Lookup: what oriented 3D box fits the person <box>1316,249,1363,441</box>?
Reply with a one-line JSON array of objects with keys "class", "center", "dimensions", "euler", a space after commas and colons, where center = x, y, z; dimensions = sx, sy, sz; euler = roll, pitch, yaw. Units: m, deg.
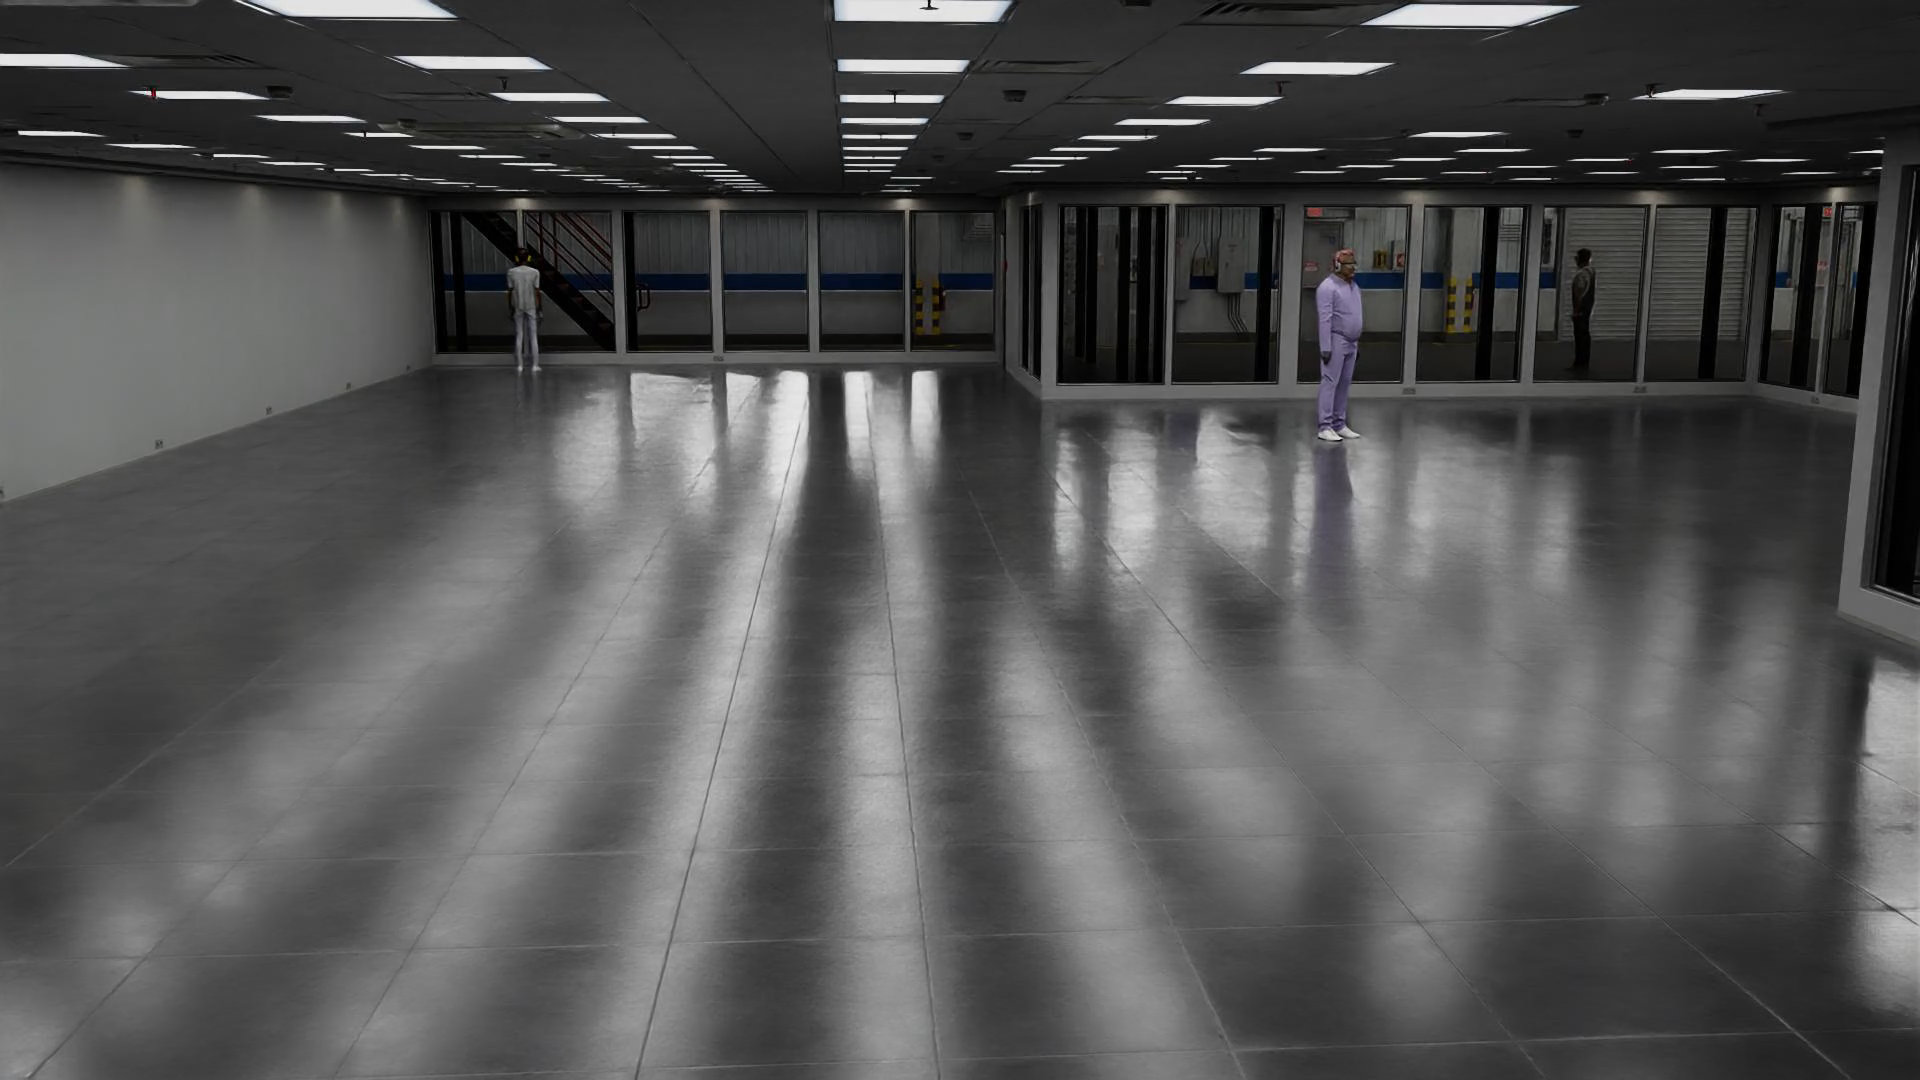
[{"class": "person", "center": [3.834, -1.954, 16.724], "dimensions": [0.409, 1.907, 0.651], "euler": [9, 14, 41]}]

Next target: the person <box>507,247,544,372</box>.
[{"class": "person", "center": [-6.513, -3.440, 24.865], "dimensions": [0.554, 1.863, 0.320], "euler": [0, 11, -1]}]
